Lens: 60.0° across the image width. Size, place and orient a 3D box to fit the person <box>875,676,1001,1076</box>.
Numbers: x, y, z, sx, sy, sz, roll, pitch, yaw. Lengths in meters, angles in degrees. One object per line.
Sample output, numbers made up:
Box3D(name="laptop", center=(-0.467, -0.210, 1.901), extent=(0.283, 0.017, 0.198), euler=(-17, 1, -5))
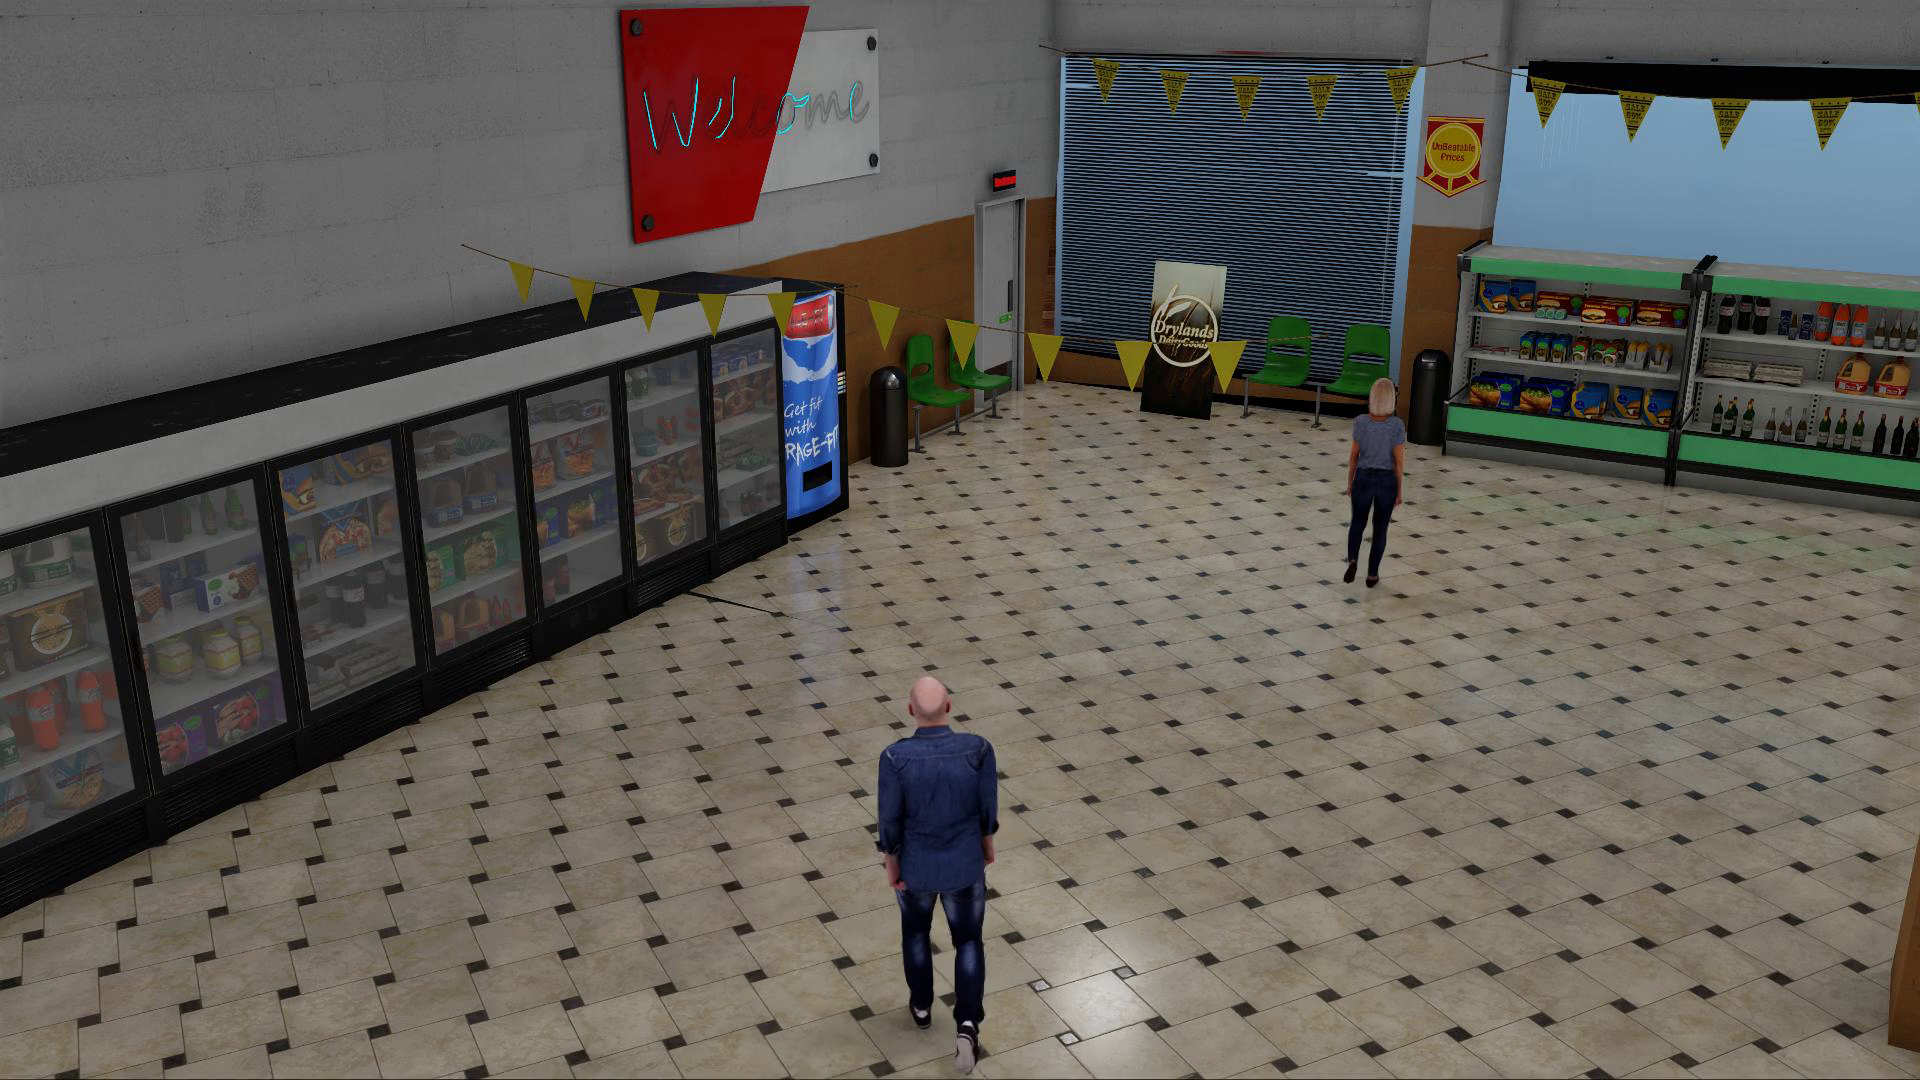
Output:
Box3D(name="person", center=(-0.075, 1.486, 7.347), extent=(1.133, 1.803, 1.119), euler=(-2, 19, -5))

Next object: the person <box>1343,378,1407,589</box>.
Box3D(name="person", center=(3.260, -0.412, 13.119), extent=(0.738, 1.713, 0.685), euler=(8, 20, 23))
